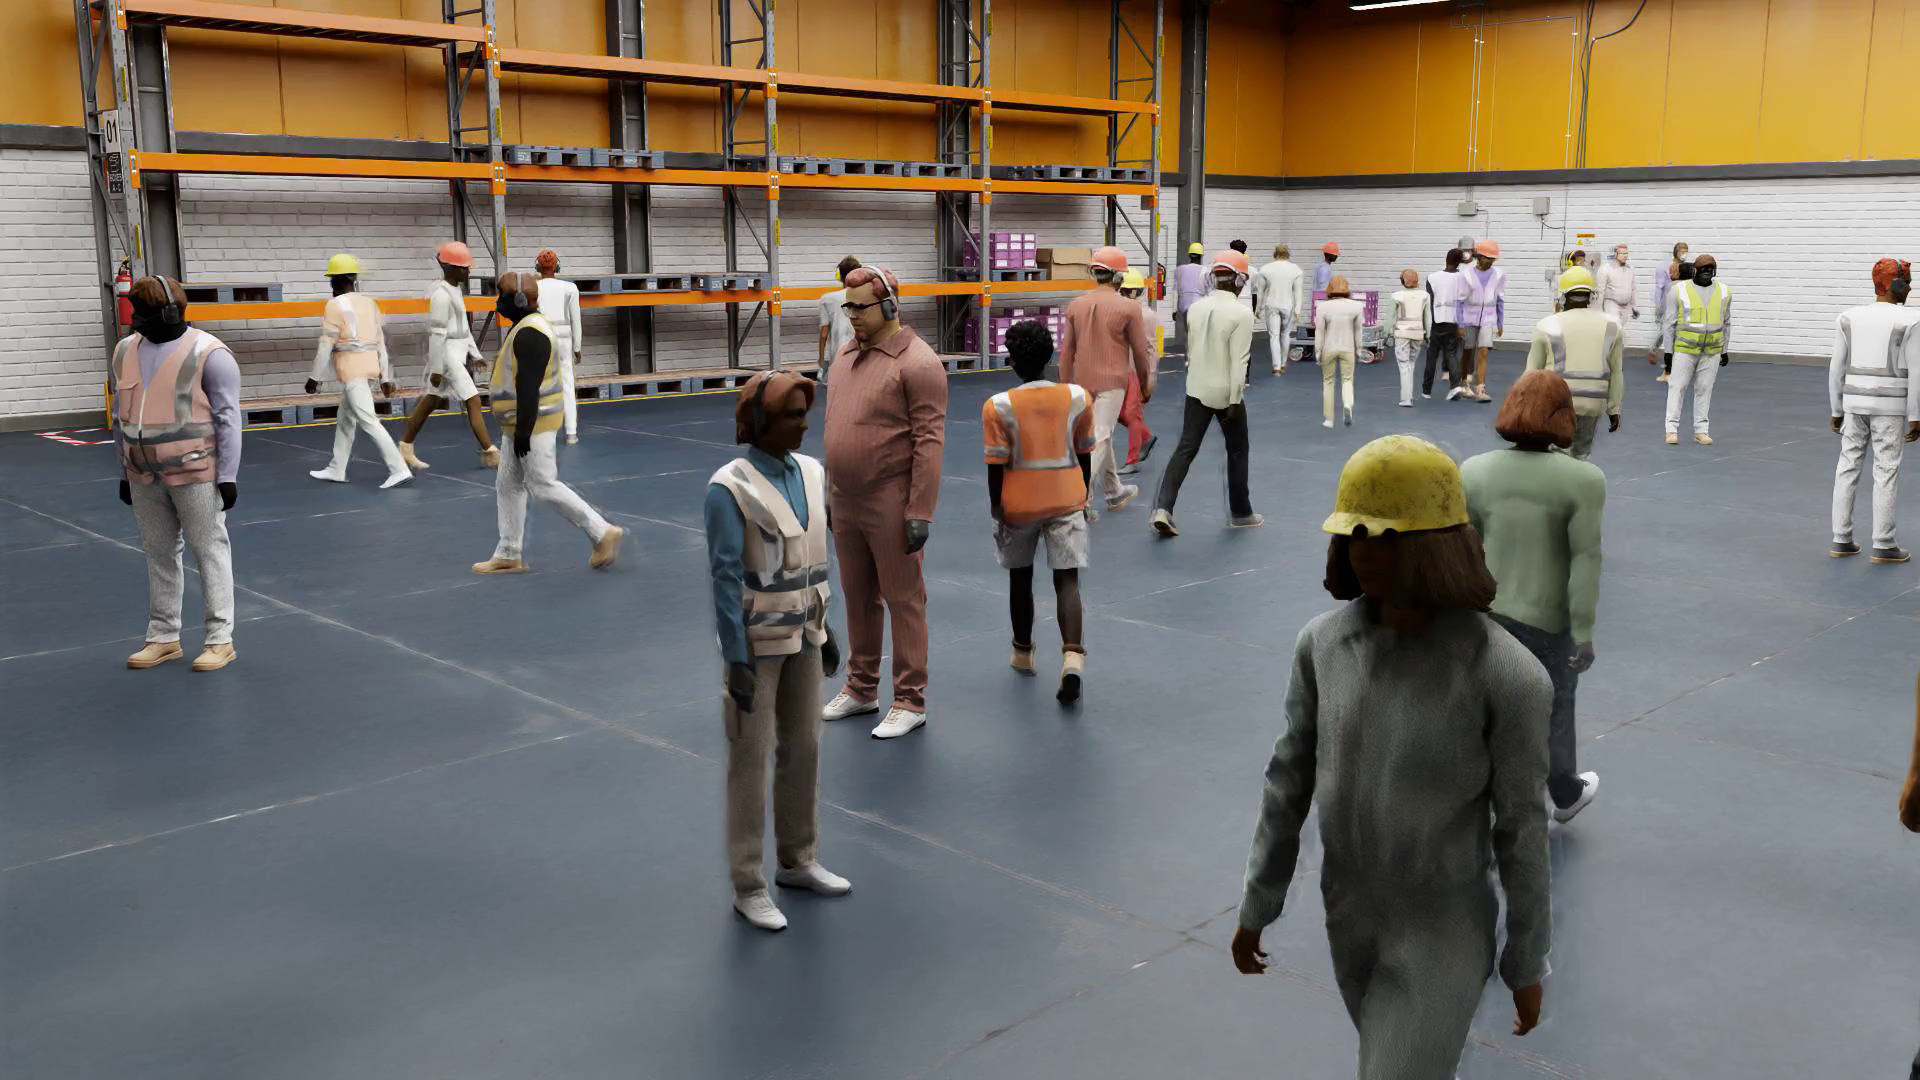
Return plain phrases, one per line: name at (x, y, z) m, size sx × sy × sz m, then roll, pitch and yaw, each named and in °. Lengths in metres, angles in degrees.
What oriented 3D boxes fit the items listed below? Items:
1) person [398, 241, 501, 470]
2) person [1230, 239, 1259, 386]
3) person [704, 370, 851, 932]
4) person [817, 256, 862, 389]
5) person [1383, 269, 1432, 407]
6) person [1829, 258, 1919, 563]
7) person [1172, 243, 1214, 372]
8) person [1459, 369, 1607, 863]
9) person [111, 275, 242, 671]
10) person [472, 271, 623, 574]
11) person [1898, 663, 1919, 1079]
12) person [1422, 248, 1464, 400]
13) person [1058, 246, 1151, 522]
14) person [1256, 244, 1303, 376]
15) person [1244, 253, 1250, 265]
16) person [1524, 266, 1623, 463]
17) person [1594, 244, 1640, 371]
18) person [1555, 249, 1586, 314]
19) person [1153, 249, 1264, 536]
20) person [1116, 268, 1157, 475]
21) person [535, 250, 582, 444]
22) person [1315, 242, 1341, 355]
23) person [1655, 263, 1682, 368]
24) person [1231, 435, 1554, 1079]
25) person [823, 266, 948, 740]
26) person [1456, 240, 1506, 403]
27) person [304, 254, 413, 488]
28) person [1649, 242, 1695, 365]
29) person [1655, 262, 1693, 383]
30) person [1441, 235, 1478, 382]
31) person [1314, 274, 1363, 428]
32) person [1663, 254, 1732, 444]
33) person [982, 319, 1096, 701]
person at (-4.399, -1.558, 14.246) m, size 1.102 × 1.982 × 0.628 m, roll -3°, pitch 11°, yaw -16°
person at (3.696, -3.024, 22.235) m, size 0.608 × 1.966 × 0.365 m, roll -4°, pitch 11°, yaw -22°
person at (-0.554, 0.317, 4.929) m, size 0.309 × 1.636 × 0.548 m, roll 7°, pitch 12°, yaw 32°
person at (-0.941, -1.503, 14.292) m, size 0.546 × 1.835 × 0.833 m, roll 0°, pitch 10°, yaw 0°
person at (5.278, -2.402, 19.768) m, size 0.546 × 1.612 × 0.649 m, roll -2°, pitch 11°, yaw -9°
person at (5.695, -0.800, 10.340) m, size 0.361 × 1.881 × 0.575 m, roll -6°, pitch 12°, yaw -31°
person at (3.512, -3.473, 24.846) m, size 0.608 × 1.902 × 0.661 m, roll 5°, pitch 11°, yaw 25°
person at (1.863, 0.239, 5.438) m, size 0.523 × 1.584 × 0.856 m, roll 8°, pitch 13°, yaw 39°
person at (-3.654, -0.302, 7.749) m, size 0.624 × 1.841 × 0.430 m, roll 2°, pitch 11°, yaw 12°
person at (-2.486, -0.688, 9.908) m, size 0.821 × 1.818 × 0.621 m, roll -4°, pitch 11°, yaw -20°
person at (2.171, 0.499, 3.358) m, size 0.329 × 1.843 × 0.514 m, roll -7°, pitch 12°, yaw -32°
person at (6.003, -2.654, 20.506) m, size 0.665 × 1.872 × 0.785 m, roll 0°, pitch 10°, yaw 0°
person at (1.050, -1.111, 11.884) m, size 0.600 × 1.936 × 1.005 m, roll 9°, pitch 14°, yaw 40°
person at (4.626, -3.350, 24.234) m, size 0.637 × 1.891 × 0.982 m, roll 0°, pitch 10°, yaw 1°
person at (4.503, -3.787, 27.007) m, size 0.536 × 1.738 × 0.363 m, roll 4°, pitch 11°, yaw 21°
person at (4.057, -0.910, 11.111) m, size 0.620 × 1.813 × 0.522 m, roll 0°, pitch 10°, yaw 0°
person at (9.846, -3.456, 24.824) m, size 0.648 × 1.891 × 0.536 m, roll -5°, pitch 11°, yaw -24°
person at (7.441, -2.630, 20.399) m, size 0.524 × 1.856 × 0.698 m, roll -5°, pitch 11°, yaw -24°
person at (1.677, -0.983, 11.226) m, size 1.040 × 1.939 × 0.618 m, roll -9°, pitch 14°, yaw -41°
person at (1.506, -1.441, 14.184) m, size 0.541 × 1.748 × 0.531 m, roll -8°, pitch 13°, yaw -39°
person at (-3.956, -1.860, 16.121) m, size 0.575 × 1.882 × 0.355 m, roll -4°, pitch 11°, yaw -21°
person at (6.055, -4.048, 27.983) m, size 0.666 × 1.906 × 0.583 m, roll 2°, pitch 10°, yaw 8°
person at (10.746, -3.354, 25.023) m, size 0.514 × 1.600 × 0.706 m, roll -6°, pitch 12°, yaw -30°
person at (0.738, 0.660, 2.878) m, size 0.902 × 1.692 × 0.501 m, roll -8°, pitch 13°, yaw -36°
person at (-0.349, -0.152, 6.759) m, size 0.408 × 1.903 × 0.638 m, roll -10°, pitch 14°, yaw -43°
person at (6.362, -2.679, 20.376) m, size 0.622 × 1.968 × 1.048 m, roll 1°, pitch 10°, yaw 3°
person at (-4.838, -1.353, 13.374) m, size 0.992 × 1.885 × 0.591 m, roll 2°, pitch 11°, yaw 11°
person at (10.789, -3.540, 25.155) m, size 0.642 × 1.926 × 0.594 m, roll -1°, pitch 10°, yaw -6°
person at (9.900, -2.950, 22.638) m, size 0.539 × 1.669 × 0.769 m, roll -5°, pitch 11°, yaw -23°
person at (6.982, -3.215, 23.076) m, size 0.681 × 2.000 × 0.567 m, roll 4°, pitch 11°, yaw 19°
person at (3.959, -1.962, 17.385) m, size 0.516 × 1.616 × 0.515 m, roll 1°, pitch 10°, yaw 6°
person at (7.145, -1.839, 16.123) m, size 0.634 × 1.839 × 0.429 m, roll 1°, pitch 10°, yaw 4°
person at (0.365, -0.145, 7.354) m, size 0.527 × 1.663 × 0.848 m, roll -1°, pitch 10°, yaw -7°
